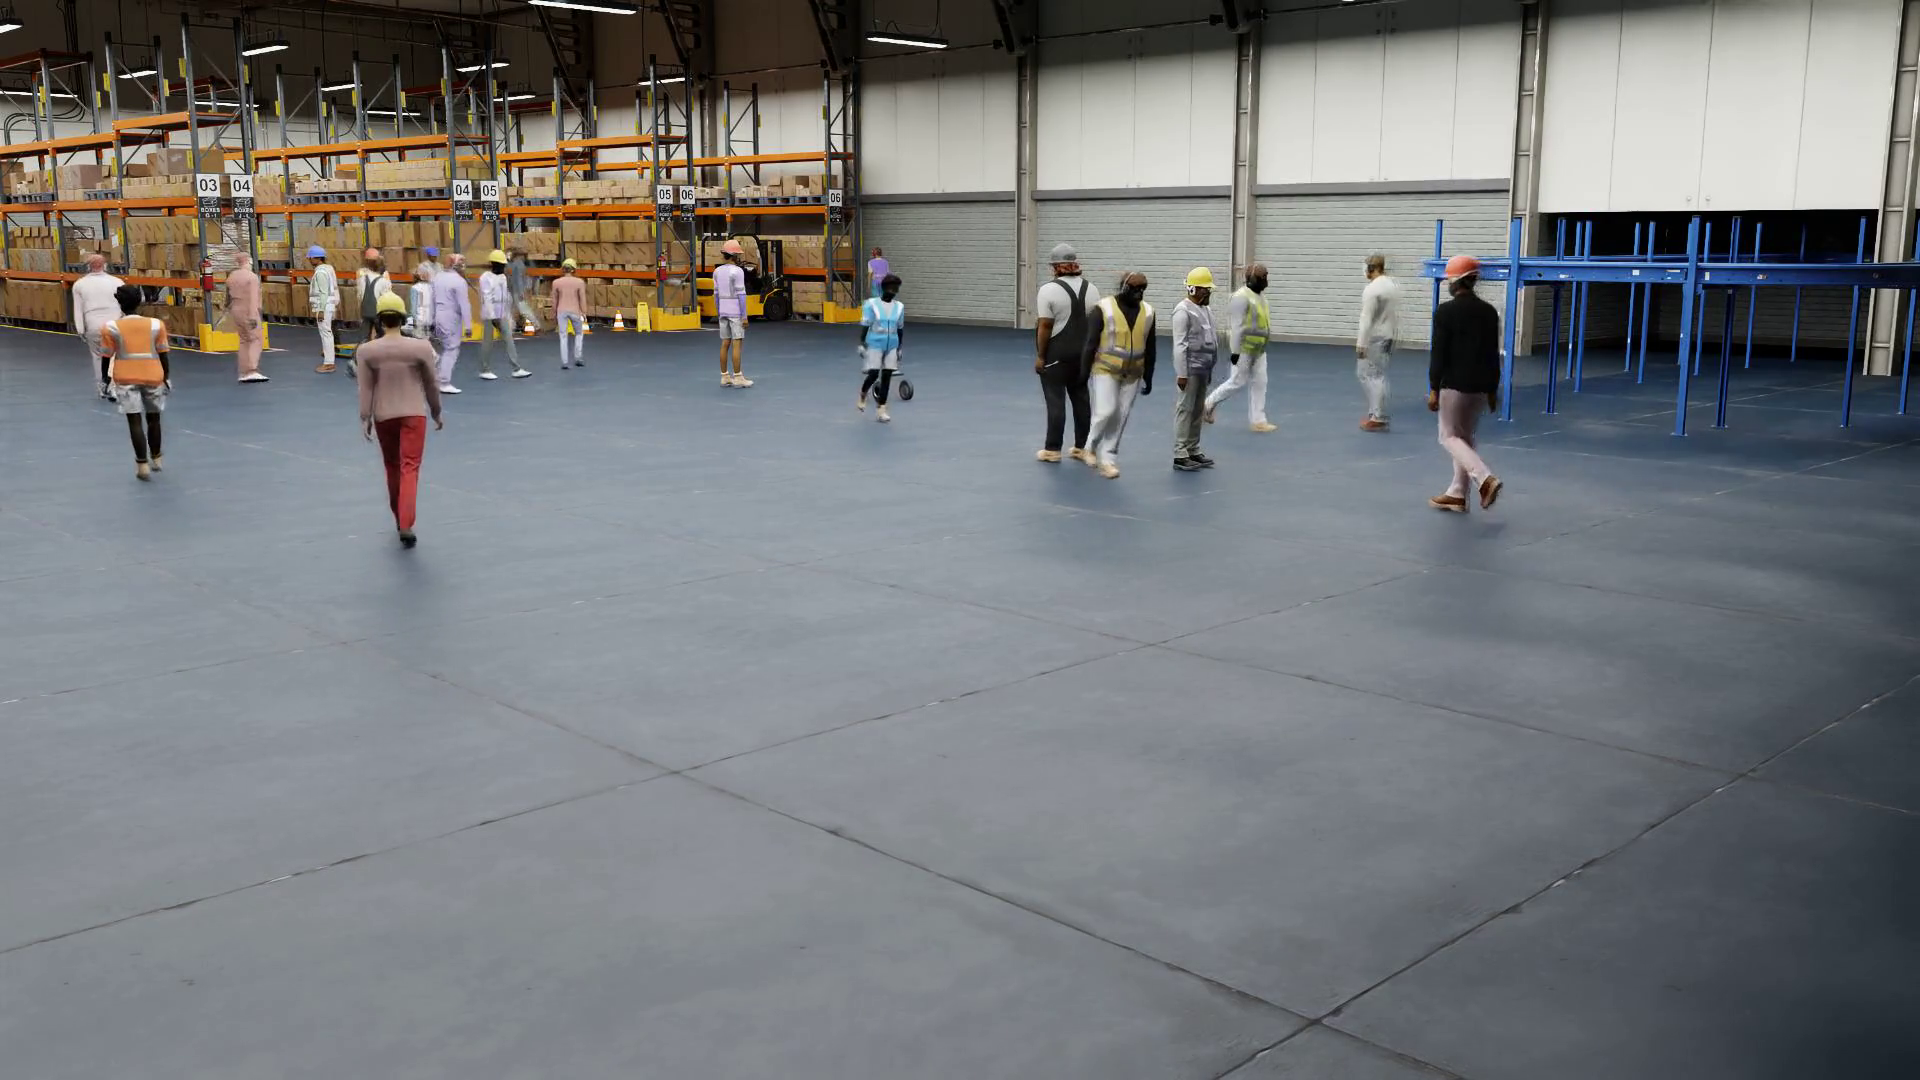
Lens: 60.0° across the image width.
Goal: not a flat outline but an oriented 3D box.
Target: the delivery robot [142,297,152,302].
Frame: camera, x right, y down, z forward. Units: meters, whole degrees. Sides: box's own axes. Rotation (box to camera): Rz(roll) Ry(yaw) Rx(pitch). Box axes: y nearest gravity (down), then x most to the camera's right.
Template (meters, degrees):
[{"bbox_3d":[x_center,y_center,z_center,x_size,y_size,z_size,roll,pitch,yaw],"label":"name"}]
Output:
[{"bbox_3d":[-21.751,-6.338,44.506,0.477,0.478,0.707,-7,12,-32],"label":"delivery robot"}]

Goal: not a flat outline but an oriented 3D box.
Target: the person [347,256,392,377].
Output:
[{"bbox_3d":[-8.688,-3.274,24.529,0.556,1.810,0.786,2,11,11],"label":"person"}]

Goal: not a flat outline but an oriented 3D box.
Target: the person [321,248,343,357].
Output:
[{"bbox_3d":[-11.038,-4.153,29.027,0.497,1.908,0.576,-2,11,-11],"label":"person"}]

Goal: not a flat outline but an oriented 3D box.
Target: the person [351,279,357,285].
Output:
[{"bbox_3d":[-15.219,-6.570,42.445,0.648,1.819,0.439,-10,14,-43],"label":"person"}]

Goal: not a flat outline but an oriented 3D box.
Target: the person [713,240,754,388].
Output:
[{"bbox_3d":[-3.176,-3.162,23.261,0.606,2.044,0.373,9,14,41],"label":"person"}]

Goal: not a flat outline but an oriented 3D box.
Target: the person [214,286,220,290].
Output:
[{"bbox_3d":[-20.668,-7.176,46.363,0.823,1.577,0.617,1,10,6],"label":"person"}]

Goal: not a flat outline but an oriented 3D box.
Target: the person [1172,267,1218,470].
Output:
[{"bbox_3d":[2.139,-1.560,15.132,0.403,1.824,0.590,6,12,31],"label":"person"}]

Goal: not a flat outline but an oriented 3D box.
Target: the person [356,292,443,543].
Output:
[{"bbox_3d":[-3.912,-0.861,11.615,0.527,1.722,0.925,-1,10,-7],"label":"person"}]

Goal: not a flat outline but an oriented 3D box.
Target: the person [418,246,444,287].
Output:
[{"bbox_3d":[-10.602,-4.944,33.410,1.026,1.897,0.664,8,13,38],"label":"person"}]

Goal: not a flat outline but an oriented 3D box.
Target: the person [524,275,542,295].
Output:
[{"bbox_3d":[-11.827,-7.209,45.898,0.429,1.839,0.639,8,13,39],"label":"person"}]

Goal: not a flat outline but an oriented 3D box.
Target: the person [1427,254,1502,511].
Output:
[{"bbox_3d":[3.877,-1.167,12.568,0.633,1.977,0.723,-6,12,-31],"label":"person"}]

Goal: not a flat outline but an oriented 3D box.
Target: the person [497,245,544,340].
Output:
[{"bbox_3d":[-9.008,-5.057,33.986,0.925,1.911,0.638,-9,14,-40],"label":"person"}]

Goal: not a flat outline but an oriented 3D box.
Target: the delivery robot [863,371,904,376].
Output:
[{"bbox_3d":[-0.999,-2.264,21.581,0.335,0.223,0.698,-8,13,-36],"label":"delivery robot"}]

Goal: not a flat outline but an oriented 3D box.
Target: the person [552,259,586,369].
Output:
[{"bbox_3d":[-6.209,-3.597,26.462,0.553,1.722,0.732,0,10,-3],"label":"person"}]

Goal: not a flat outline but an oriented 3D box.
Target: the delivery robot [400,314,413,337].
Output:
[{"bbox_3d":[-10.973,-4.291,33.341,0.707,0.478,0.477,4,11,23],"label":"delivery robot"}]

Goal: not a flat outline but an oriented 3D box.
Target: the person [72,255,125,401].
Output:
[{"bbox_3d":[-11.040,-2.735,21.448,0.635,1.864,1.000,-3,11,-18],"label":"person"}]

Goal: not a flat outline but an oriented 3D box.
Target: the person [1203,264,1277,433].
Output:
[{"bbox_3d":[3.042,-2.091,18.086,0.807,1.815,0.643,8,13,36],"label":"person"}]

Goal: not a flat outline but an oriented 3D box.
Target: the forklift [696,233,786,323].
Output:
[{"bbox_3d":[-5.496,-6.489,41.108,2.313,2.155,1.214,-10,14,-44],"label":"forklift"}]

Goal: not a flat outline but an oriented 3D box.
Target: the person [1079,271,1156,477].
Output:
[{"bbox_3d":[1.389,-1.460,14.623,0.683,1.802,0.492,-4,11,-22],"label":"person"}]

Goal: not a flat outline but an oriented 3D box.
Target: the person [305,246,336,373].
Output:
[{"bbox_3d":[-9.897,-3.578,25.794,0.395,1.945,0.614,-3,11,-18],"label":"person"}]

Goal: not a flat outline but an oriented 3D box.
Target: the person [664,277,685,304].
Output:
[{"bbox_3d":[-7.193,-6.492,41.907,0.585,1.870,0.431,0,10,1],"label":"person"}]

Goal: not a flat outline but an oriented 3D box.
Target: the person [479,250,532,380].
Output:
[{"bbox_3d":[-6.724,-3.287,24.371,0.915,1.883,0.600,5,12,26],"label":"person"}]

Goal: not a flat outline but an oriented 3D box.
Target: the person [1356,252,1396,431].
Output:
[{"bbox_3d":[4.487,-2.158,18.114,0.485,1.921,0.662,6,12,31],"label":"person"}]

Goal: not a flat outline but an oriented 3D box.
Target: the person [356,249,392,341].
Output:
[{"bbox_3d":[-10.036,-4.048,28.552,0.564,1.880,1.008,-6,12,-30],"label":"person"}]

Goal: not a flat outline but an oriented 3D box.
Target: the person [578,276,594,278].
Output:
[{"bbox_3d":[-10.287,-7.116,45.674,0.483,1.737,0.320,4,11,20],"label":"person"}]

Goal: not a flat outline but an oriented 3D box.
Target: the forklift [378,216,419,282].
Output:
[{"bbox_3d":[-17.868,-9.201,54.028,1.873,2.768,1.129,-10,14,-44],"label":"forklift"}]

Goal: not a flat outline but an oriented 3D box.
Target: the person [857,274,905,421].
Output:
[{"bbox_3d":[-0.921,-2.204,19.030,0.591,1.666,0.512,-6,12,-30],"label":"person"}]

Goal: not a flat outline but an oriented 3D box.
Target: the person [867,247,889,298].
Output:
[{"bbox_3d":[-1.895,-5.896,38.741,0.560,1.836,0.380,-8,13,-38],"label":"person"}]

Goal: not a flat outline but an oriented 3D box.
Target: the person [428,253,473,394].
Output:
[{"bbox_3d":[-6.838,-2.903,22.336,0.666,1.867,0.519,10,14,43],"label":"person"}]

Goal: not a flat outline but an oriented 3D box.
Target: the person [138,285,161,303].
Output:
[{"bbox_3d":[-20.381,-6.478,41.746,0.646,1.903,0.599,10,14,43],"label":"person"}]

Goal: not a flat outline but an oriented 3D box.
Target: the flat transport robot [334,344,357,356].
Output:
[{"bbox_3d":[-10.326,-3.298,28.953,1.431,0.197,0.652,8,13,38],"label":"flat transport robot"}]

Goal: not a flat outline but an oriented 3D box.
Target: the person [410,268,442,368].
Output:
[{"bbox_3d":[-8.236,-3.388,25.664,0.488,1.617,0.522,4,11,19],"label":"person"}]

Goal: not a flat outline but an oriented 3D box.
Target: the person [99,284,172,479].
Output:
[{"bbox_3d":[-7.253,-1.397,14.609,0.553,1.672,0.686,-8,13,-37],"label":"person"}]

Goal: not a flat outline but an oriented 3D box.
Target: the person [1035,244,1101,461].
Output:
[{"bbox_3d":[0.964,-1.759,15.735,0.688,2.000,0.536,-7,12,-32],"label":"person"}]

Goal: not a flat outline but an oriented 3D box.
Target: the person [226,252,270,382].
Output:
[{"bbox_3d":[-10.324,-3.221,24.059,0.676,1.870,0.461,7,12,32],"label":"person"}]
